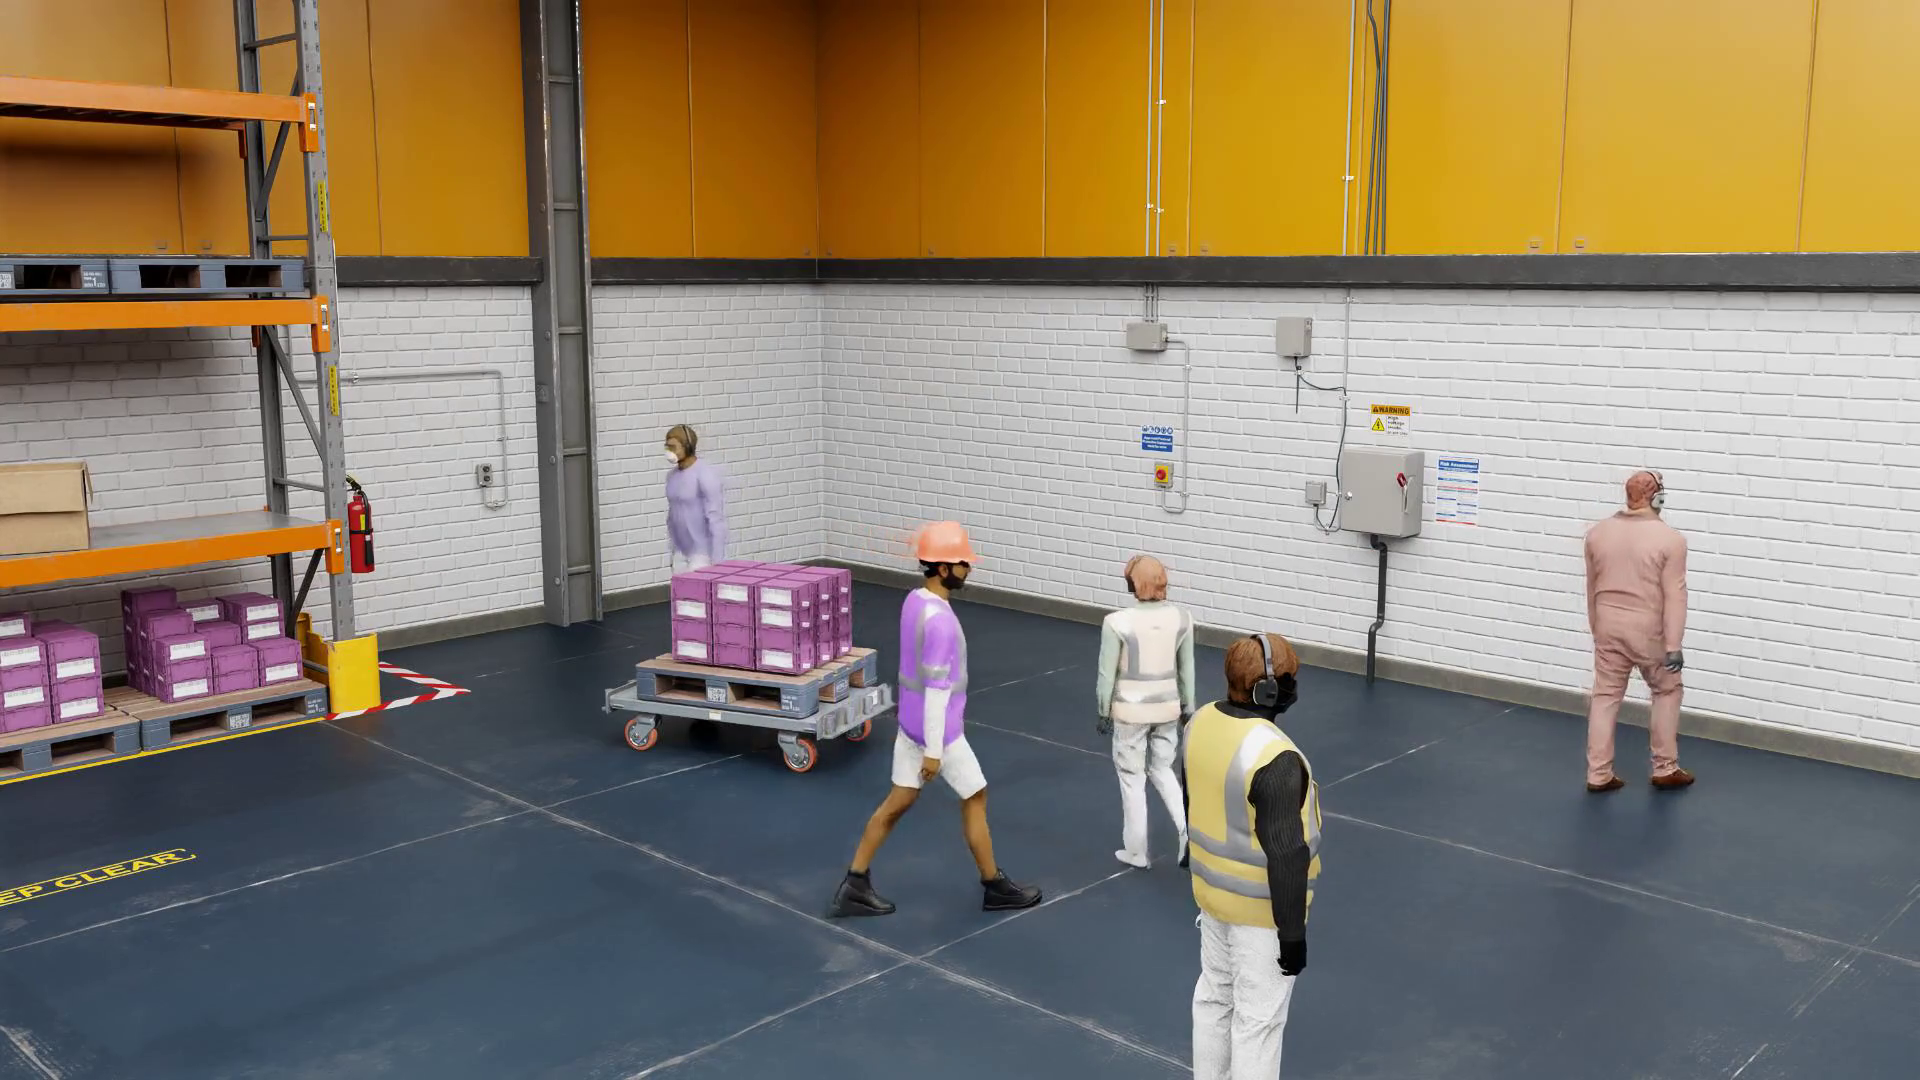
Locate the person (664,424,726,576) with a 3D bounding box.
[{"bbox_3d":[-1.894,0.116,12.045,0.472,1.931,0.668,-8,12,-40],"label":"person"}]

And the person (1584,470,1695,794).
[{"bbox_3d":[3.985,0.531,9.655,0.804,1.877,0.676,-6,11,-34],"label":"person"}]

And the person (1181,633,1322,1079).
[{"bbox_3d":[0.988,1.215,5.585,0.429,1.842,0.633,-3,10,-20],"label":"person"}]

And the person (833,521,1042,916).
[{"bbox_3d":[-0.130,0.841,7.732,0.985,1.896,0.544,-3,10,-20],"label":"person"}]

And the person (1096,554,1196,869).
[{"bbox_3d":[0.956,0.886,8.284,0.516,1.622,0.472,-4,10,-22],"label":"person"}]
